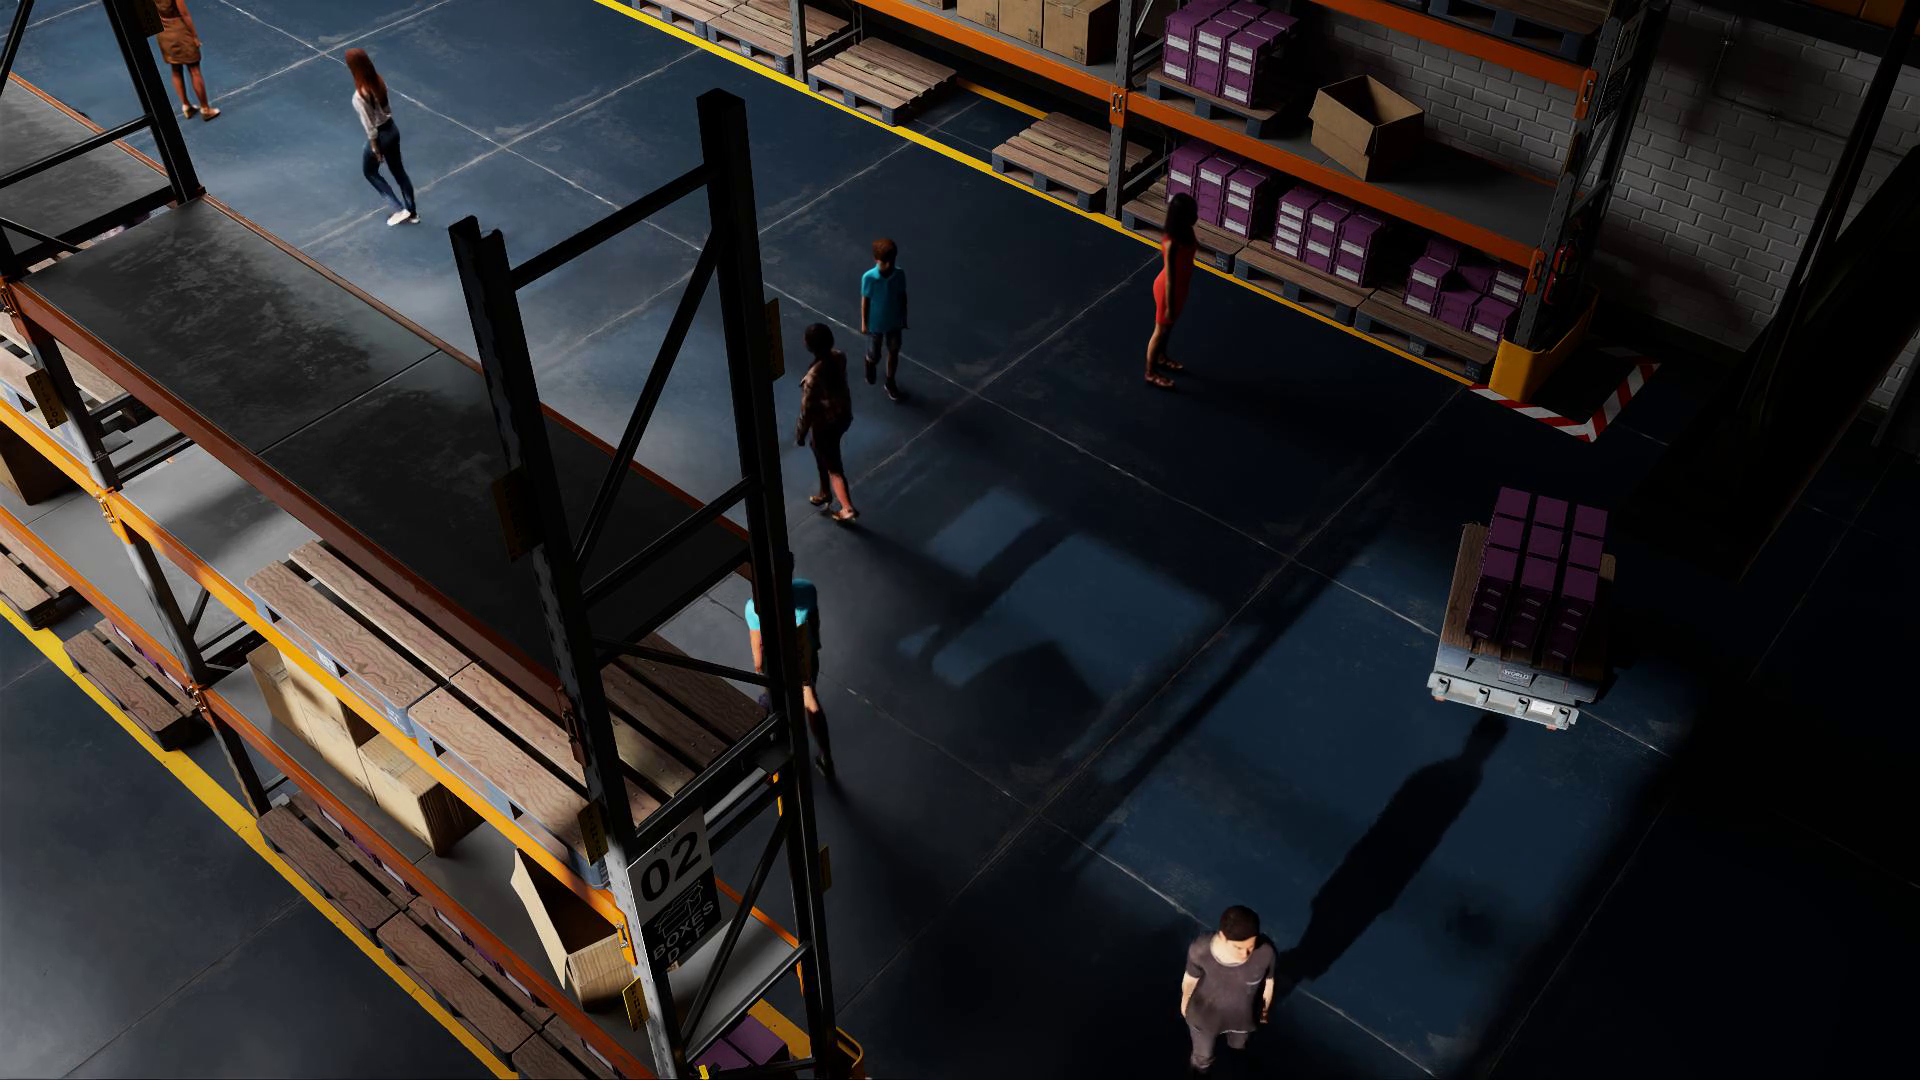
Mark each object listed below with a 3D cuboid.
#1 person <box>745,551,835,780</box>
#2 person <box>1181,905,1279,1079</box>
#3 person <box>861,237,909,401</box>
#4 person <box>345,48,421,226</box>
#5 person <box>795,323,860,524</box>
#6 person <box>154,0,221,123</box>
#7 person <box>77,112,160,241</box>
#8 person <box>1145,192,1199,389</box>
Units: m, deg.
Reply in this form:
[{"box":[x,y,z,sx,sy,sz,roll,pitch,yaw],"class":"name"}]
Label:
[{"box":[-1.007,0.764,10.205,0.958,1.735,1.224,-16,46,-17],"class":"person"},{"box":[1.359,2.325,8.595,1.022,1.696,1.051,0,44,0],"class":"person"},{"box":[-0.624,-1.775,13.089,0.672,1.433,0.749,-14,45,-14],"class":"person"},{"box":[-5.041,-3.543,14.738,0.678,1.718,0.659,14,45,14],"class":"person"},{"box":[-0.855,-0.758,11.772,0.730,1.777,0.663,20,47,20],"class":"person"},{"box":[-7.627,-4.886,16.173,0.589,1.684,0.699,9,44,9],"class":"person"},{"box":[-7.119,-2.833,13.998,1.011,1.711,0.717,27,50,25],"class":"person"},{"box":[1.662,-1.975,13.093,0.597,1.716,0.626,16,46,16],"class":"person"}]
